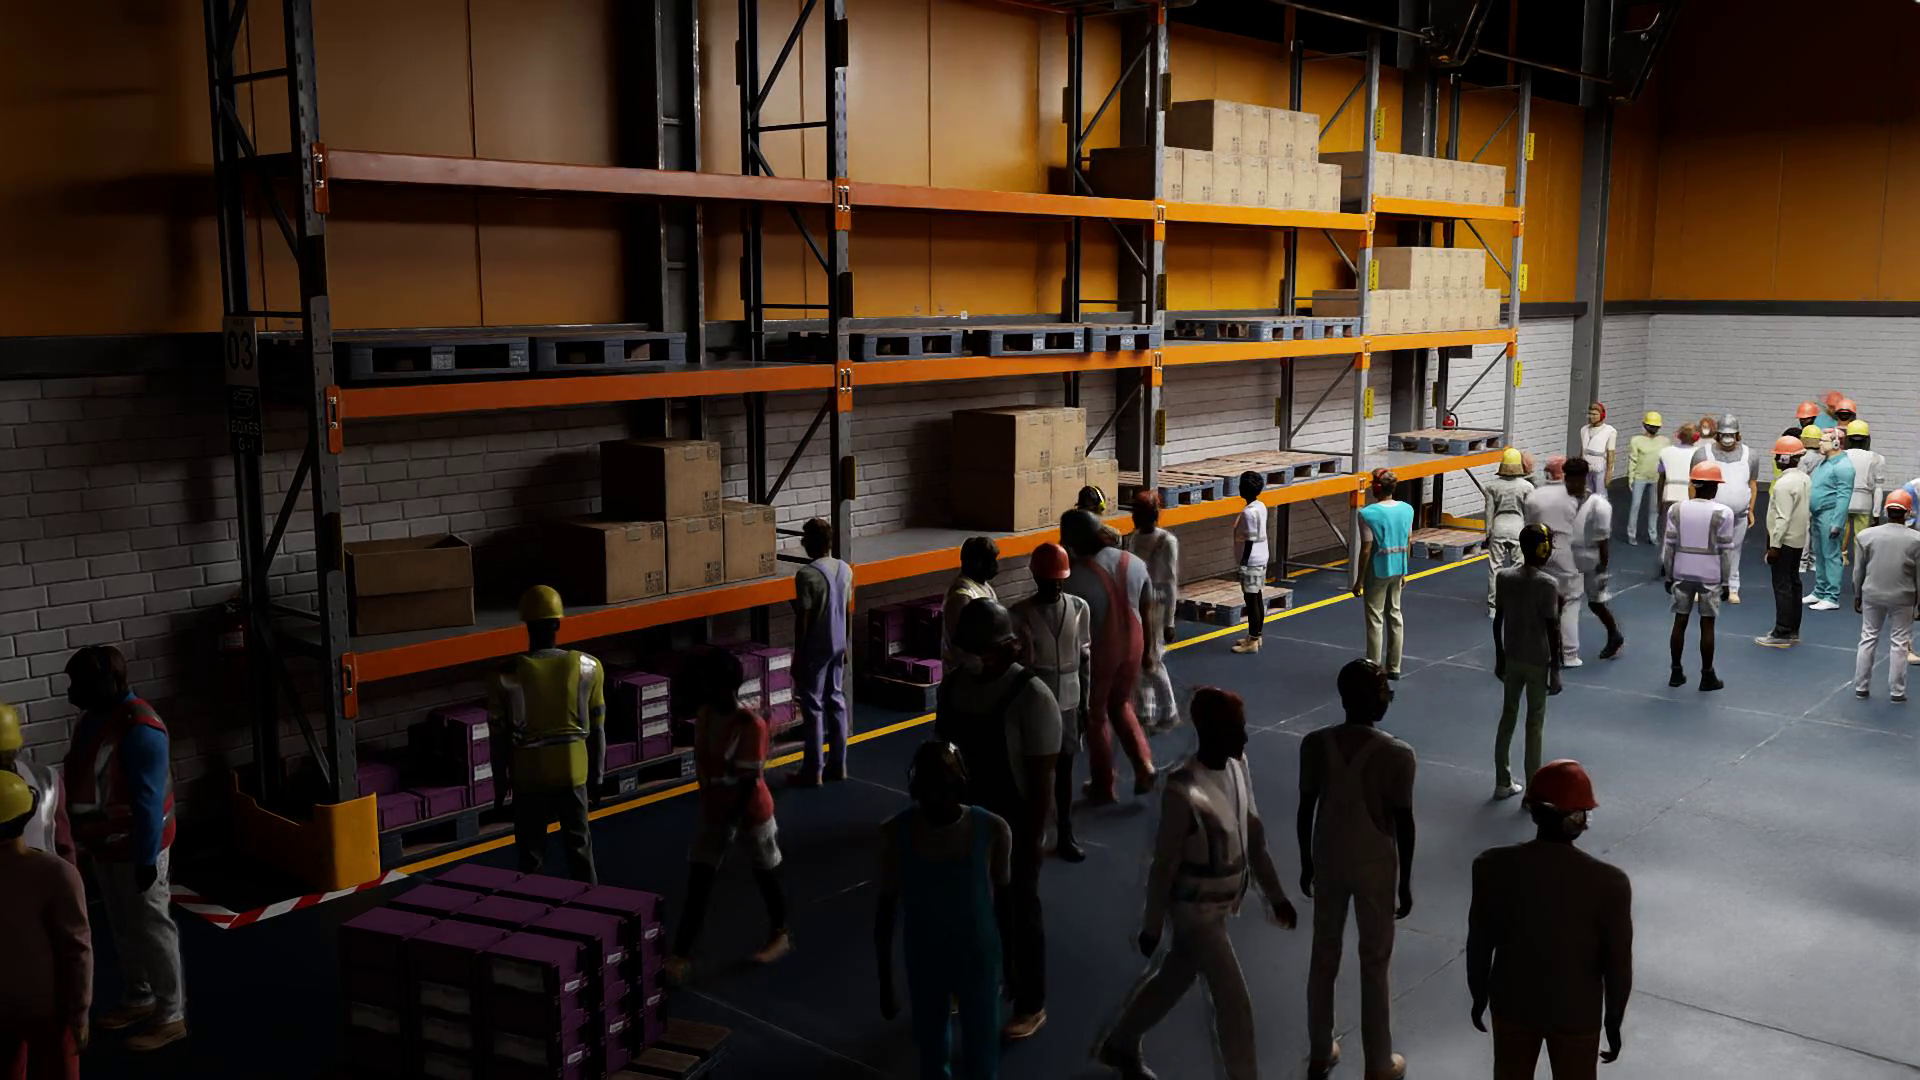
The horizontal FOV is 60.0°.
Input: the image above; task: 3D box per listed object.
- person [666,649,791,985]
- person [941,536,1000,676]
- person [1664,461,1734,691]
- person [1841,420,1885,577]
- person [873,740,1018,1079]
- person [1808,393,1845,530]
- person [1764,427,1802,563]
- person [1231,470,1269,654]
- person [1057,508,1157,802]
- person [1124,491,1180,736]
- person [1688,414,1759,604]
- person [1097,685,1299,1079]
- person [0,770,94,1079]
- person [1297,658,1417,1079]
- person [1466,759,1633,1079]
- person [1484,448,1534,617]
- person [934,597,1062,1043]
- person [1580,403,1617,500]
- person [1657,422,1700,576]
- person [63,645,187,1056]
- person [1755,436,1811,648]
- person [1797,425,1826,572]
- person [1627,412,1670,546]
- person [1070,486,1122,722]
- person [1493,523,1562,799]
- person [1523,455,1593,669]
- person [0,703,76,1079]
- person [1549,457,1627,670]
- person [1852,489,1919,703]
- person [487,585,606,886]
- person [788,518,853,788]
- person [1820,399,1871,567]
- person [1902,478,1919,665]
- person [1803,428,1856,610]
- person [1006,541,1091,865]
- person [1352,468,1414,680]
[{"bbox_3d":[-1.167,1.352,8.095,0.534,1.639,0.888,7,11,39],"label":"person"},{"bbox_3d":[0.101,0.883,10.558,0.428,1.835,0.627,2,9,11],"label":"person"},{"bbox_3d":[6.216,0.299,13.998,0.545,1.933,0.376,9,12,44],"label":"person"},{"bbox_3d":[9.775,-0.352,18.249,0.589,1.918,0.395,4,10,26],"label":"person"},{"bbox_3d":[-0.053,1.589,6.120,0.526,1.798,0.721,1,9,4],"label":"person"},{"bbox_3d":[11.750,-1.019,22.500,0.631,1.931,1.044,1,9,4],"label":"person"},{"bbox_3d":[9.953,-0.519,20.062,0.321,1.689,0.536,1,9,6],"label":"person"},{"bbox_3d":[2.683,0.203,15.373,0.320,1.698,0.531,4,9,22],"label":"person"},{"bbox_3d":[0.913,0.733,10.849,0.745,2.000,0.601,-5,10,-31],"label":"person"},{"bbox_3d":[1.431,0.559,12.549,0.405,1.873,0.635,-5,10,-31],"label":"person"},{"bbox_3d":[8.129,-0.331,17.713,0.688,2.000,0.536,2,9,15],"label":"person"},{"bbox_3d":[0.952,1.474,6.766,0.998,1.844,0.574,5,10,31],"label":"person"},{"bbox_3d":[-3.298,1.651,5.826,0.525,1.765,0.329,1,9,7],"label":"person"},{"bbox_3d":[1.682,1.415,7.090,0.505,1.842,0.346,6,10,32],"label":"person"},{"bbox_3d":[2.095,1.639,5.934,0.564,1.748,0.339,5,10,30],"label":"person"},{"bbox_3d":[5.589,-0.064,16.944,0.487,1.746,0.288,4,10,23],"label":"person"},{"bbox_3d":[0.108,1.243,7.563,0.684,2.000,0.537,8,12,40],"label":"person"},{"bbox_3d":[8.416,-0.890,21.972,0.390,1.837,0.561,-4,10,-24],"label":"person"},{"bbox_3d":[8.306,-0.438,19.074,0.576,1.828,0.449,8,12,43],"label":"person"},{"bbox_3d":[-3.754,1.367,7.455,0.632,1.834,0.431,8,12,41],"label":"person"},{"bbox_3d":[7.743,0.015,15.628,0.623,1.992,0.396,-8,12,-44],"label":"person"},{"bbox_3d":[10.027,-0.491,19.702,0.492,1.743,0.295,-5,10,-29],"label":"person"},{"bbox_3d":[8.930,-0.787,21.572,0.528,1.761,0.339,0,9,3],"label":"person"},{"bbox_3d":[1.028,0.502,12.893,0.528,1.869,0.313,8,12,41],"label":"person"},{"bbox_3d":[3.731,0.811,10.920,0.327,1.865,0.520,-6,11,-33],"label":"person"},{"bbox_3d":[5.384,0.186,14.906,0.478,1.876,0.688,-8,12,-43],"label":"person"},{"bbox_3d":[-3.806,1.509,6.603,0.422,1.818,0.590,7,11,37],"label":"person"},{"bbox_3d":[5.607,0.190,14.836,0.956,1.918,0.604,-6,11,-33],"label":"person"},{"bbox_3d":[7.606,0.455,13.596,0.566,1.744,0.350,8,12,41],"label":"person"},{"bbox_3d":[-2.078,1.179,8.392,0.582,1.917,0.405,-5,10,-28],"label":"person"},{"bbox_3d":[-0.942,0.762,11.337,0.355,1.834,0.524,7,11,39],"label":"person"},{"bbox_3d":[10.595,-0.684,20.047,0.611,2.030,0.410,5,10,28],"label":"person"},{"bbox_3d":[8.699,0.121,14.843,0.602,2.035,0.415,1,9,4],"label":"person"},{"bbox_3d":[9.082,-0.221,17.435,0.407,1.910,0.638,1,9,9],"label":"person"},{"bbox_3d":[0.527,0.958,9.781,0.537,1.930,0.379,-3,9,-18],"label":"person"},{"bbox_3d":[3.612,0.308,14.202,0.565,1.850,0.390,-5,10,-29],"label":"person"}]
